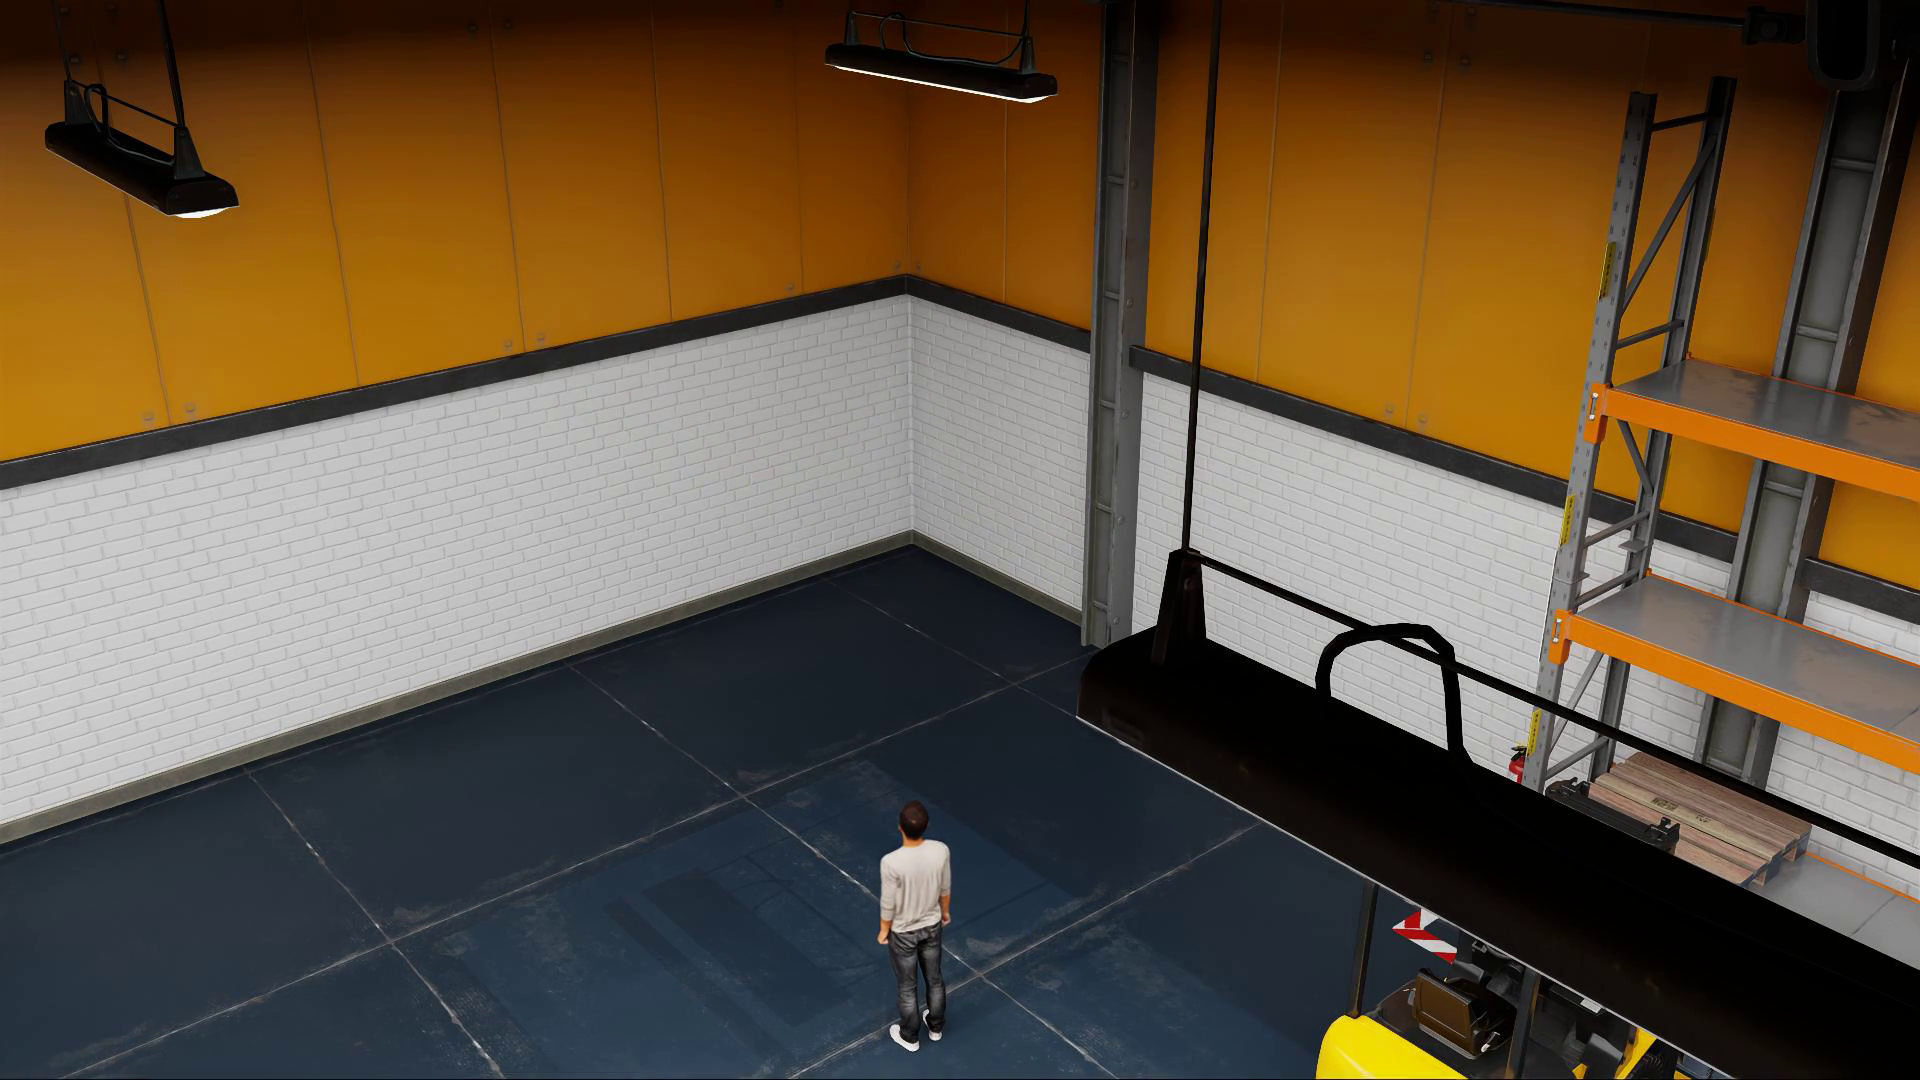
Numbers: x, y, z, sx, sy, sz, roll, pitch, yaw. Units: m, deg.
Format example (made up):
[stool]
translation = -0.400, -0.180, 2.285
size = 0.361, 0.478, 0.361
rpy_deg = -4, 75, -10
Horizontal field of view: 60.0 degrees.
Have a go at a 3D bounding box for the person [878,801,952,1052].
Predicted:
[person]
translation = -0.275, 2.463, 10.643
size = 0.698, 1.812, 0.628
rpy_deg = -11, 26, -24
